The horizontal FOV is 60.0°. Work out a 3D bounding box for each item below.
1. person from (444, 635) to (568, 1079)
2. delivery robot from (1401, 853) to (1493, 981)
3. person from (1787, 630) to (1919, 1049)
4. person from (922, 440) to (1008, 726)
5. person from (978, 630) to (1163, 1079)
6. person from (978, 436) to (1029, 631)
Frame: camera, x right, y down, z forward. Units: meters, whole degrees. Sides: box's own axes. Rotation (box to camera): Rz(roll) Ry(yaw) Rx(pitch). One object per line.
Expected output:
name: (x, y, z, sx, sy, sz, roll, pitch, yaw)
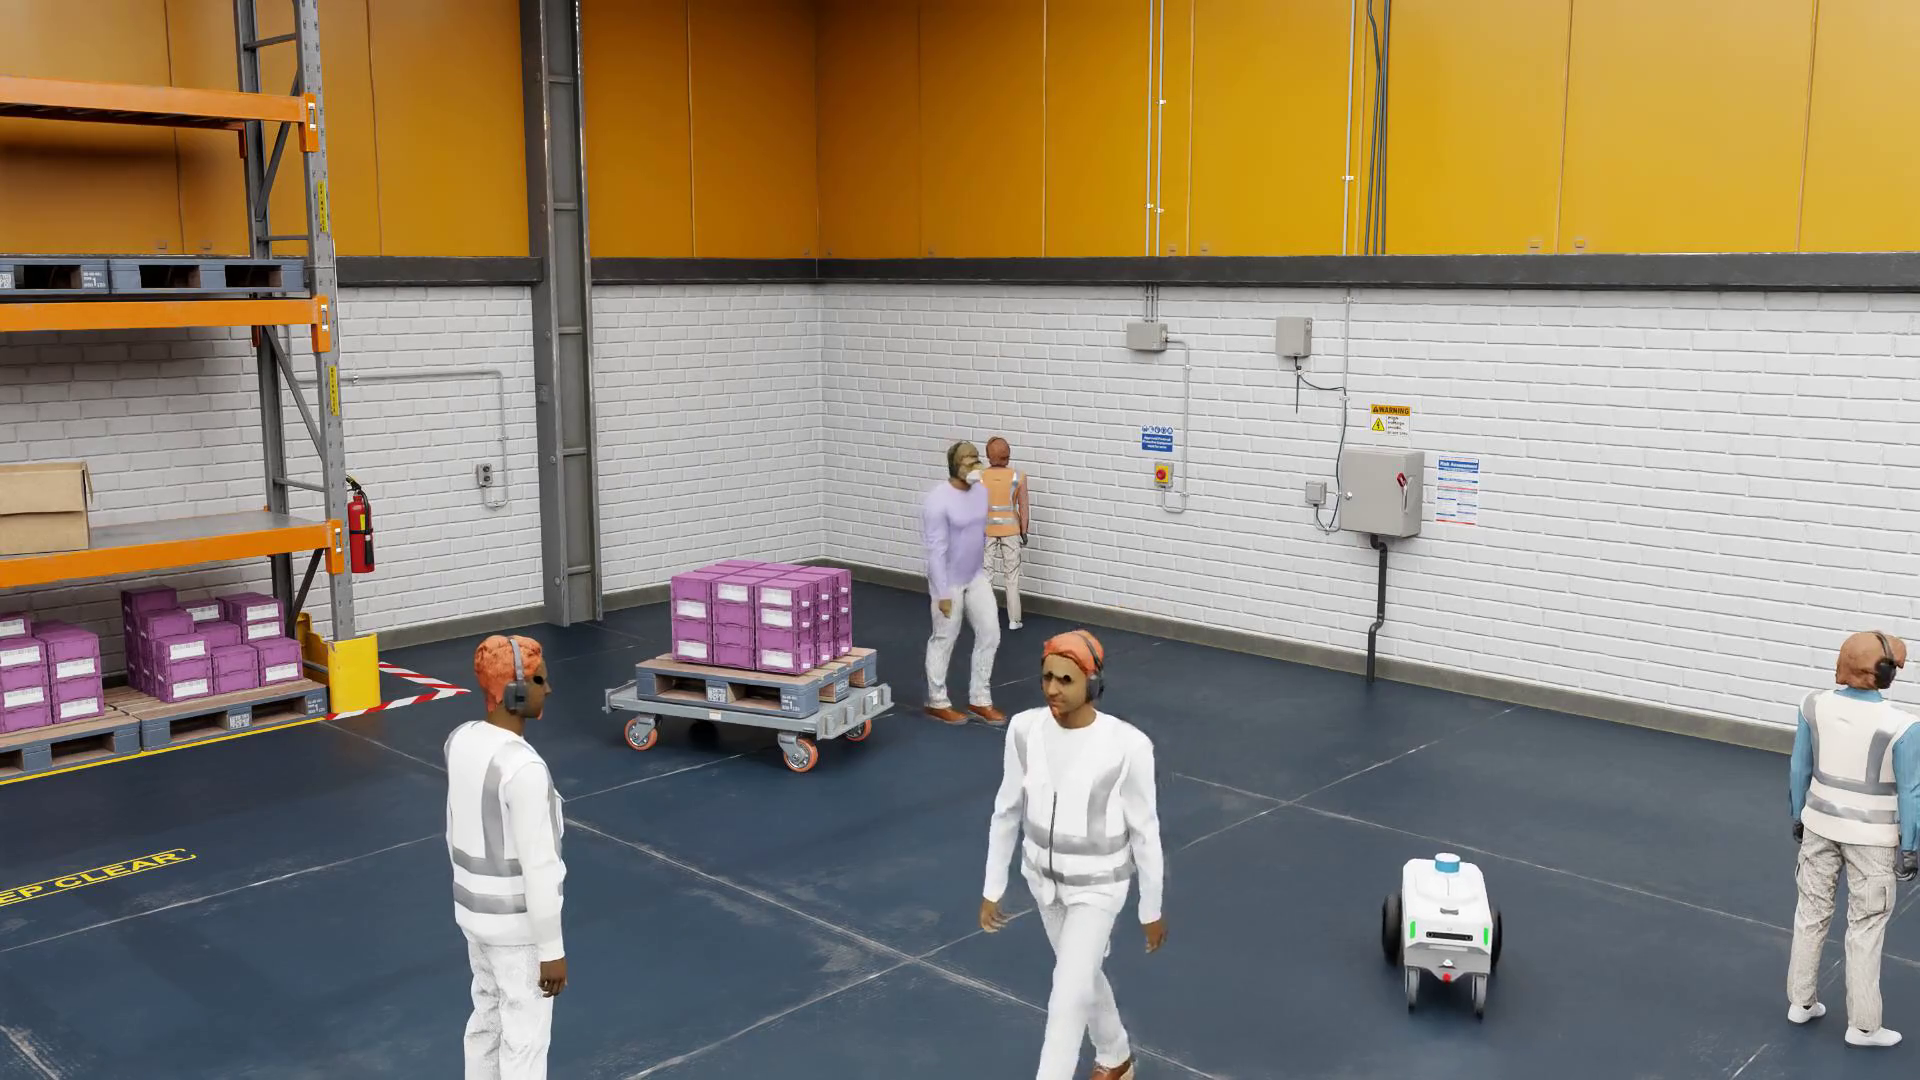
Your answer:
person: (-1.438, 1.231, 5.351, 0.339, 1.883, 0.584, -8, 12, -40)
delivery robot: (2.054, 1.572, 7.040, 0.477, 0.478, 0.707, 2, 9, 13)
person: (3.502, 1.163, 6.527, 0.310, 1.636, 0.522, -5, 11, -30)
person: (0.047, 0.306, 10.916, 0.712, 1.914, 0.659, 8, 12, 39)
person: (0.379, 1.204, 5.719, 0.596, 1.825, 1.031, 7, 12, 38)
person: (0.323, -0.045, 13.912, 0.514, 1.645, 0.309, 0, 9, 2)
